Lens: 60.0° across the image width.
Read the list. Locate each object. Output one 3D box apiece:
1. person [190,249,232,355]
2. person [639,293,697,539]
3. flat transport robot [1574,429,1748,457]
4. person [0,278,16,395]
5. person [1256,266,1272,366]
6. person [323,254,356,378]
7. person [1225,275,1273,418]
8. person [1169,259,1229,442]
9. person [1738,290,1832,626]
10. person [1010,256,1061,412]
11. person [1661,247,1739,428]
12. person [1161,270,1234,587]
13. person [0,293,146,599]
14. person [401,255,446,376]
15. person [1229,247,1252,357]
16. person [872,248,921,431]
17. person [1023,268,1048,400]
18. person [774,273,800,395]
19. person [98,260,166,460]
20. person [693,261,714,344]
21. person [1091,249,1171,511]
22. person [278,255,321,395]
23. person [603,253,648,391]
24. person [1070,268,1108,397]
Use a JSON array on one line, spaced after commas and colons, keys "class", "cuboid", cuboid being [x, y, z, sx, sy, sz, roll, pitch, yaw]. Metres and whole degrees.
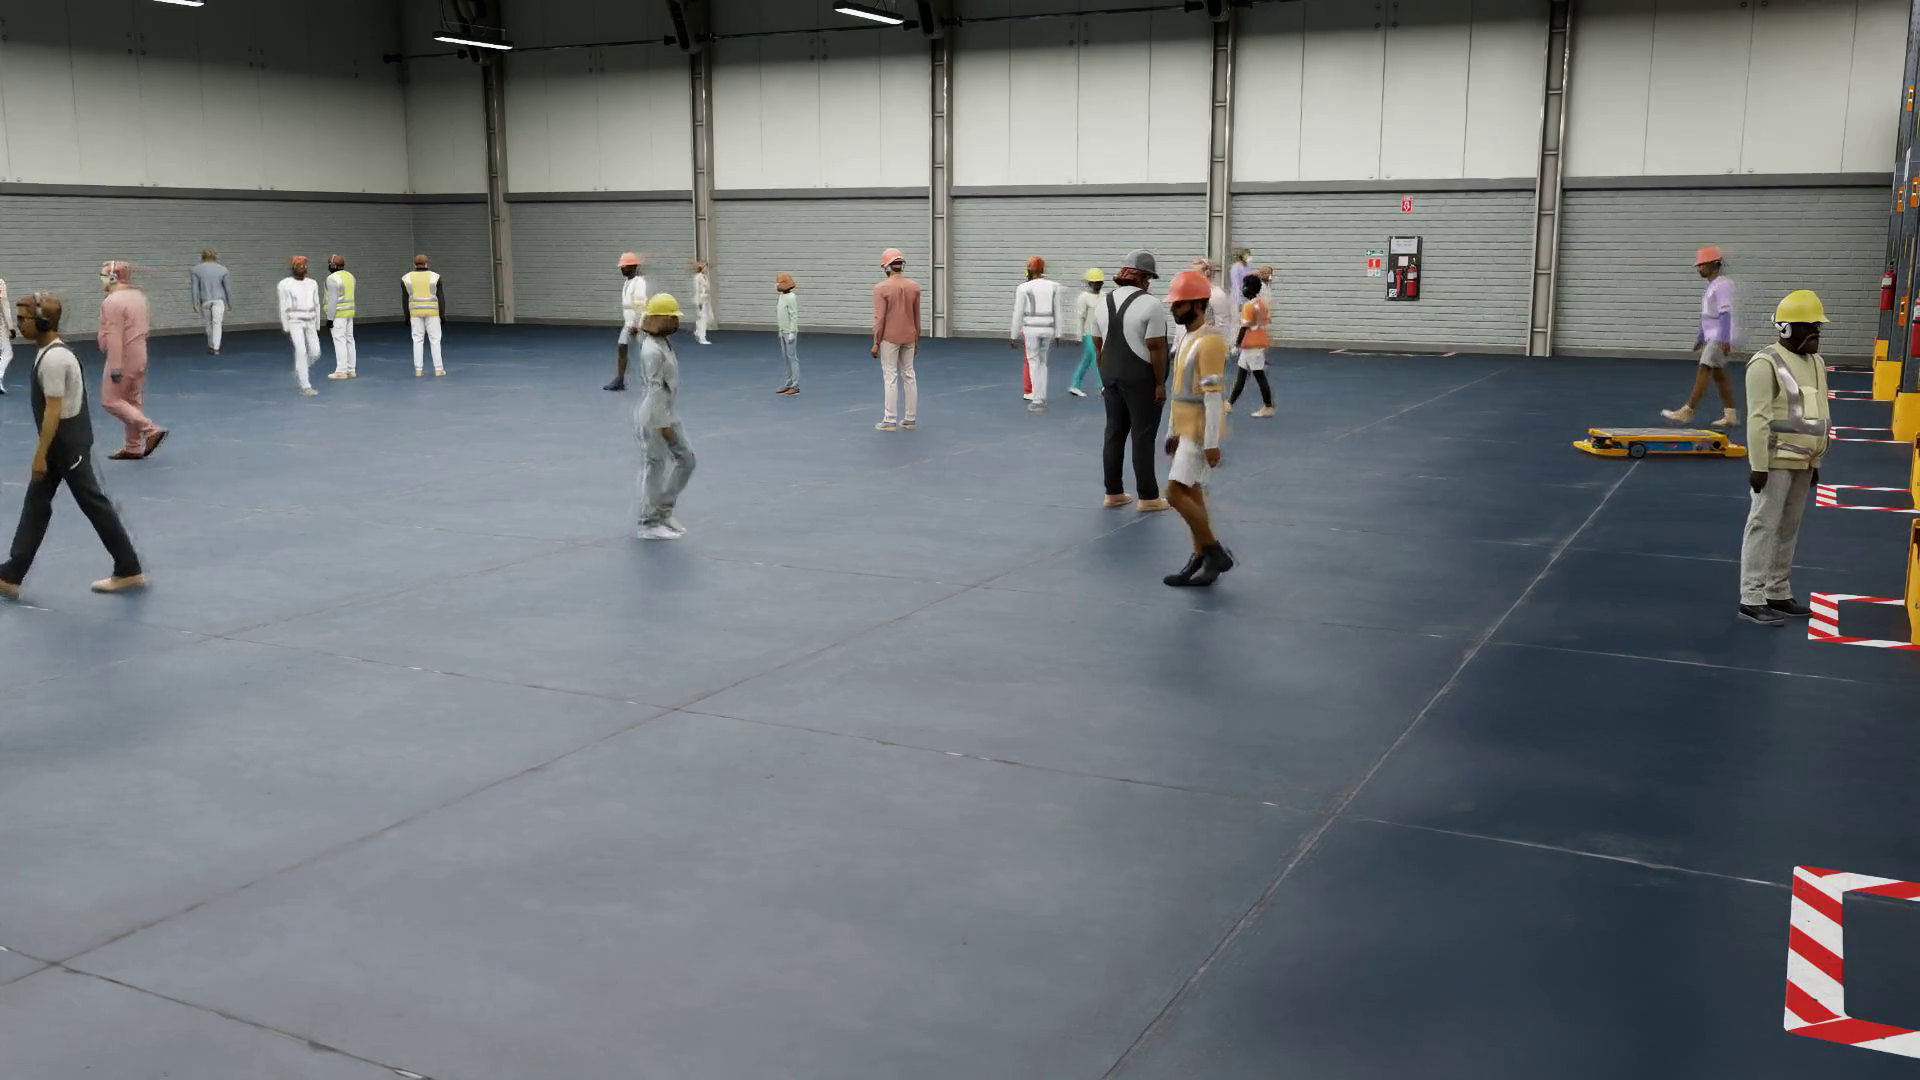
[{"class": "person", "cuboid": [-13.405, -4.269, 29.834, 0.645, 1.885, 1.048, -4, 11, -20]}, {"class": "person", "cuboid": [-2.064, -0.852, 11.628, 0.443, 1.724, 0.502, 1, 10, 4]}, {"class": "flat transport robot", "cuboid": [6.798, -0.953, 16.157, 1.431, 0.197, 0.652, 0, 10, 2]}, {"class": "person", "cuboid": [-12.818, -2.836, 21.933, 0.646, 1.913, 0.545, -1, 10, -7]}, {"class": "person", "cuboid": [4.955, -3.656, 27.181, 0.286, 1.633, 0.497, 6, 12, 29]}, {"class": "person", "cuboid": [-9.277, -3.334, 24.858, 0.429, 1.844, 0.625, 2, 11, 9]}, {"class": "person", "cuboid": [3.324, -2.259, 19.465, 0.829, 1.653, 0.551, 4, 11, 23]}, {"class": "person", "cuboid": [2.404, -1.962, 17.284, 0.818, 1.879, 0.651, -4, 11, -20]}, {"class": "person", "cuboid": [4.552, -0.451, 9.156, 0.600, 1.832, 0.404, -7, 13, -34]}, {"class": "person", "cuboid": [0.876, -2.508, 20.251, 0.615, 1.873, 0.598, -5, 12, -26]}, {"class": "person", "cuboid": [8.310, -2.241, 18.500, 0.880, 1.991, 0.706, 2, 11, 13]}, {"class": "person", "cuboid": [1.385, -0.653, 10.005, 0.399, 1.920, 0.559, -1, 10, -5]}, {"class": "person", "cuboid": [-5.327, -0.537, 9.735, 0.953, 1.792, 0.532, -6, 12, -32]}, {"class": "person", "cuboid": [-8.114, -3.398, 25.221, 0.623, 1.839, 0.429, -2, 11, -8]}, {"class": "person", "cuboid": [4.958, -4.125, 28.963, 0.605, 1.919, 0.638, 9, 14, 40]}, {"class": "person", "cuboid": [-0.704, -2.188, 18.214, 0.609, 1.986, 0.390, -8, 13, -37]}, {"class": "person", "cuboid": [0.976, -2.697, 21.591, 0.315, 1.769, 0.525, 2, 11, 12]}, {"class": "person", "cuboid": [-2.320, -2.760, 22.298, 0.287, 1.631, 0.501, -5, 11, -23]}, {"class": "person", "cuboid": [-7.867, -1.686, 15.718, 0.489, 1.893, 0.670, -1, 10, -5]}, {"class": "person", "cuboid": [-5.029, -4.646, 32.592, 0.373, 1.625, 0.538, 2, 11, 12]}, {"class": "person", "cuboid": [1.382, -1.258, 12.995, 0.536, 2.000, 0.676, -9, 14, -41]}, {"class": "person", "cuboid": [-8.823, -2.864, 22.238, 0.524, 1.871, 0.576, 7, 13, 35]}, {"class": "person", "cuboid": [-4.446, -3.008, 22.946, 0.960, 1.902, 0.559, -8, 13, -38]}, {"class": "person", "cuboid": [1.744, -2.692, 21.718, 0.517, 1.706, 0.928, -10, 14, -42]}]
